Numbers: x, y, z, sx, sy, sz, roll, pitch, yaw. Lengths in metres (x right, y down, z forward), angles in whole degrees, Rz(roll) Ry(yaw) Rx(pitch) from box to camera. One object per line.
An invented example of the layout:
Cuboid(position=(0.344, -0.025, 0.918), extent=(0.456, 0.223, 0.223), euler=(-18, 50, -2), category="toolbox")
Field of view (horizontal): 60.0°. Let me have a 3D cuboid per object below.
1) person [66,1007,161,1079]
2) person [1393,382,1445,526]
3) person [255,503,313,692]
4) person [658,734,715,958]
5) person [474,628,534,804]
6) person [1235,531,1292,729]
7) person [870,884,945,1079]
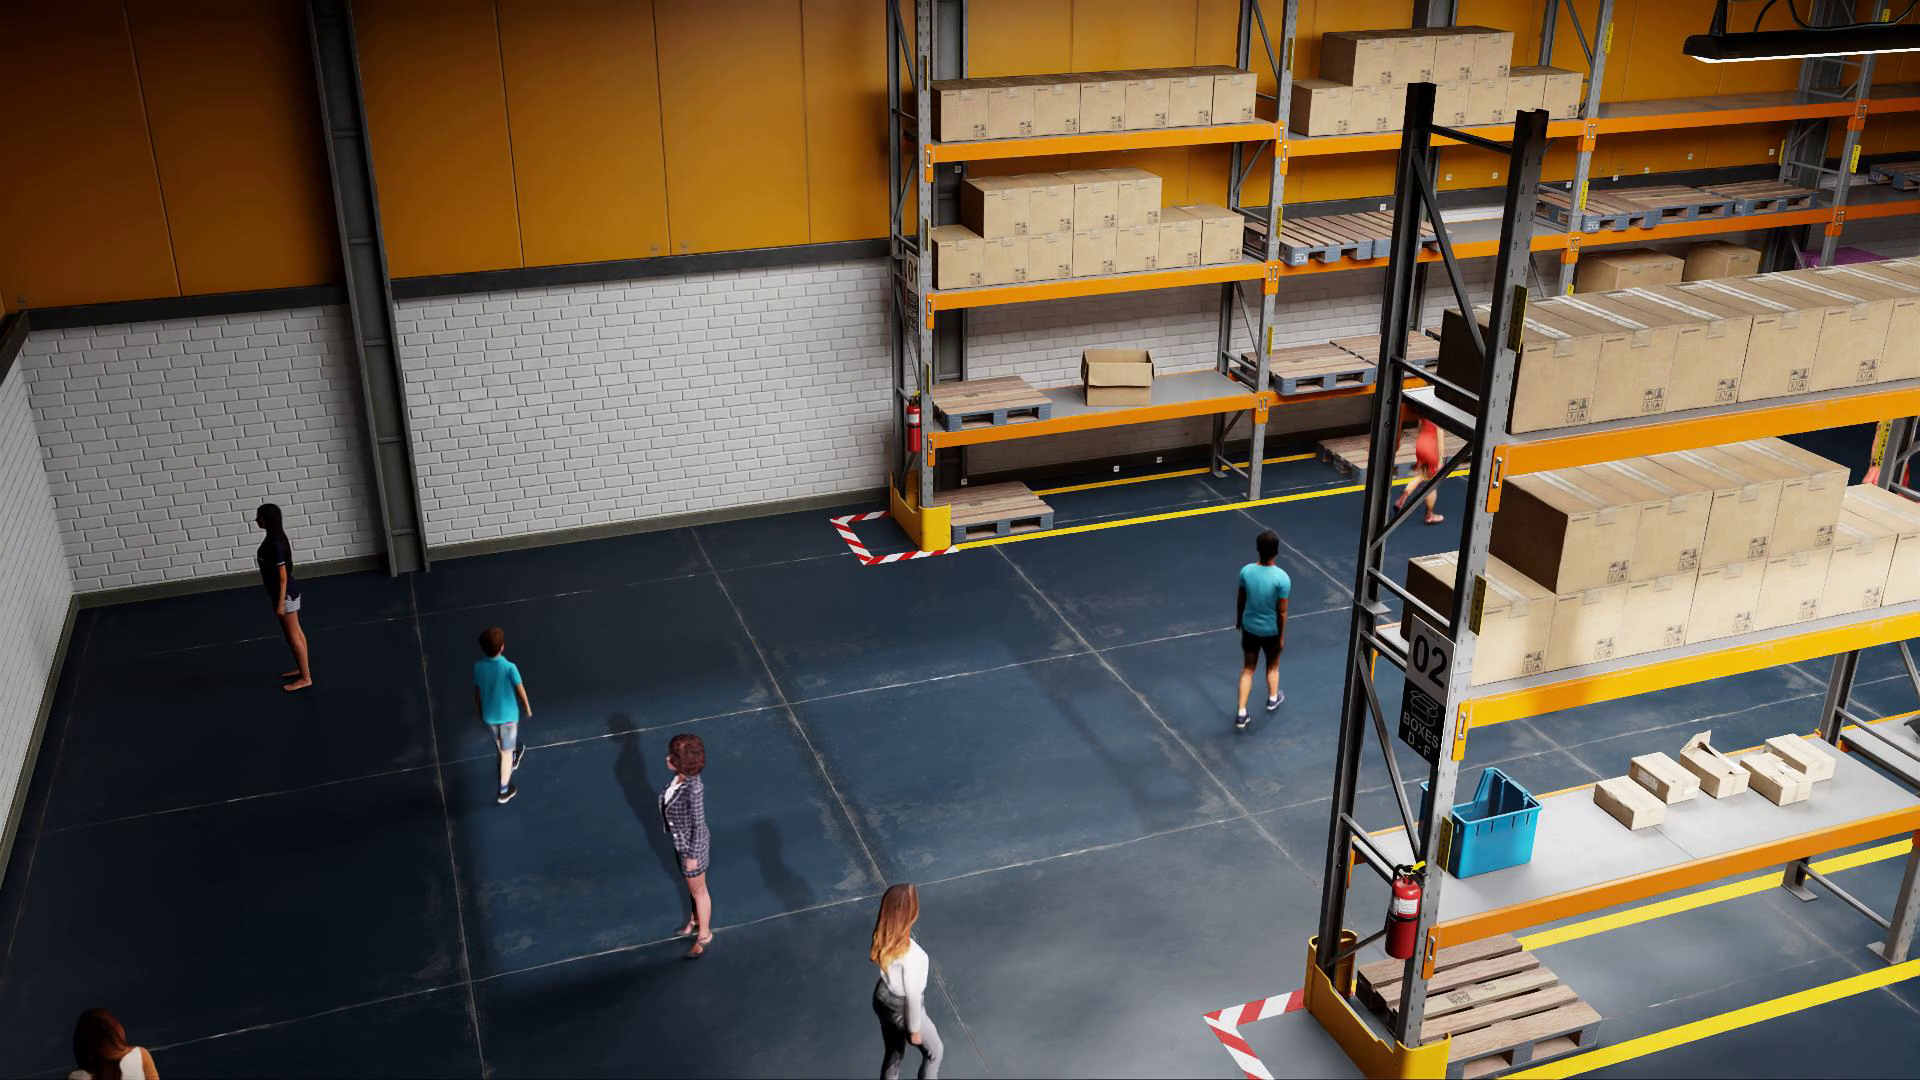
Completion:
Cuboid(position=(-4.323, 3.191, 8.662), extent=(0.553, 1.784, 0.709), euler=(-14, 27, -29), category="person")
Cuboid(position=(5.074, -0.944, 18.222), extent=(0.896, 1.704, 0.647), euler=(-11, 26, -23), category="person")
Cuboid(position=(-6.031, 0.491, 14.860), extent=(0.511, 1.766, 0.564), euler=(-8, 25, -18), category="person")
Cuboid(position=(-1.836, 2.064, 11.342), extent=(0.531, 1.702, 0.605), euler=(-8, 25, -18), category="person")
Cuboid(position=(-3.675, 1.408, 13.202), extent=(0.957, 1.414, 0.904), euler=(4, 24, 9), category="person")
Cuboid(position=(2.532, 0.795, 14.189), extent=(1.000, 1.748, 1.104), euler=(14, 27, 29), category="person")
Cuboid(position=(-0.405, 2.787, 9.623), extent=(0.707, 1.754, 0.691), euler=(-16, 28, -32), category="person")
